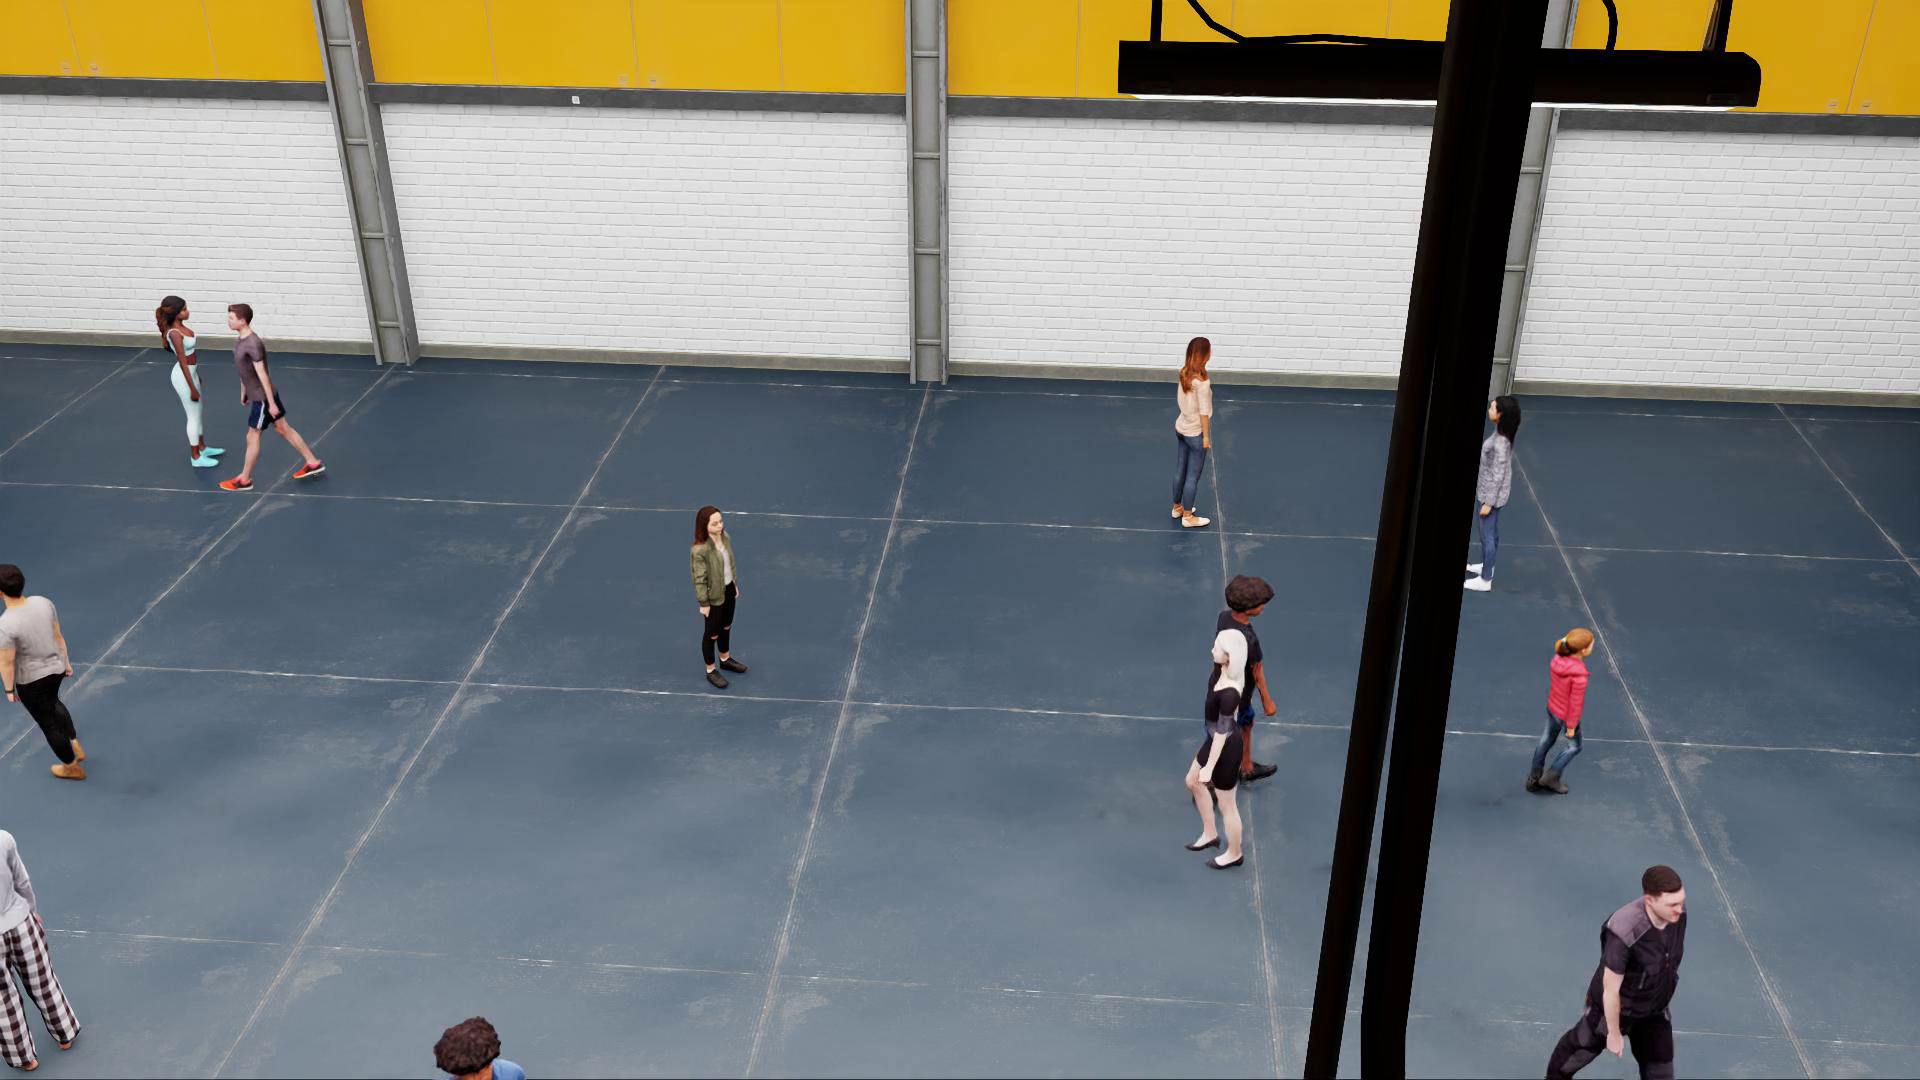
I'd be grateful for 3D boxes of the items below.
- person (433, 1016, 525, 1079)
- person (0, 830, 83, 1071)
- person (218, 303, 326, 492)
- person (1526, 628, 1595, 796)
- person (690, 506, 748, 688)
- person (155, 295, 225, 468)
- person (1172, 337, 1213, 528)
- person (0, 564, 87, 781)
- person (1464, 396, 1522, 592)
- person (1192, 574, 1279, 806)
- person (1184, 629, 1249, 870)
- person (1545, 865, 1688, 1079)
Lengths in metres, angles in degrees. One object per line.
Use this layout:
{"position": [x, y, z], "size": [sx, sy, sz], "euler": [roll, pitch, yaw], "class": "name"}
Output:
{"position": [-2.227, 2.908, 7.769], "size": [0.838, 1.796, 0.801], "euler": [24, 36, 36], "class": "person"}
{"position": [-5.282, 2.138, 9.129], "size": [0.726, 1.847, 0.703], "euler": [23, 36, 35], "class": "person"}
{"position": [-6.424, -1.334, 15.544], "size": [1.278, 1.799, 1.091], "euler": [-15, 32, -25], "class": "person"}
{"position": [4.078, 1.198, 11.416], "size": [0.576, 1.306, 0.575], "euler": [-4, 29, -8], "class": "person"}
{"position": [-1.860, 0.406, 12.692], "size": [0.641, 1.475, 0.650], "euler": [15, 32, 25], "class": "person"}
{"position": [-7.429, -1.534, 15.990], "size": [0.649, 1.723, 0.643], "euler": [-9, 30, -16], "class": "person"}
{"position": [2.076, -0.975, 14.894], "size": [0.666, 1.791, 0.664], "euler": [-11, 30, -19], "class": "person"}
{"position": [-6.296, 0.934, 11.473], "size": [0.672, 1.715, 0.683], "euler": [11, 30, 19], "class": "person"}
{"position": [4.463, -0.403, 13.907], "size": [0.630, 1.731, 0.680], "euler": [12, 31, 20], "class": "person"}
{"position": [1.749, 1.051, 11.204], "size": [0.966, 1.768, 0.744], "euler": [-6, 29, -11], "class": "person"}
{"position": [1.772, 1.372, 10.565], "size": [0.620, 1.816, 0.579], "euler": [2, 29, 4], "class": "person"}
{"position": [3.413, 2.387, 8.721], "size": [1.236, 1.800, 1.194], "euler": [-15, 32, -25], "class": "person"}
